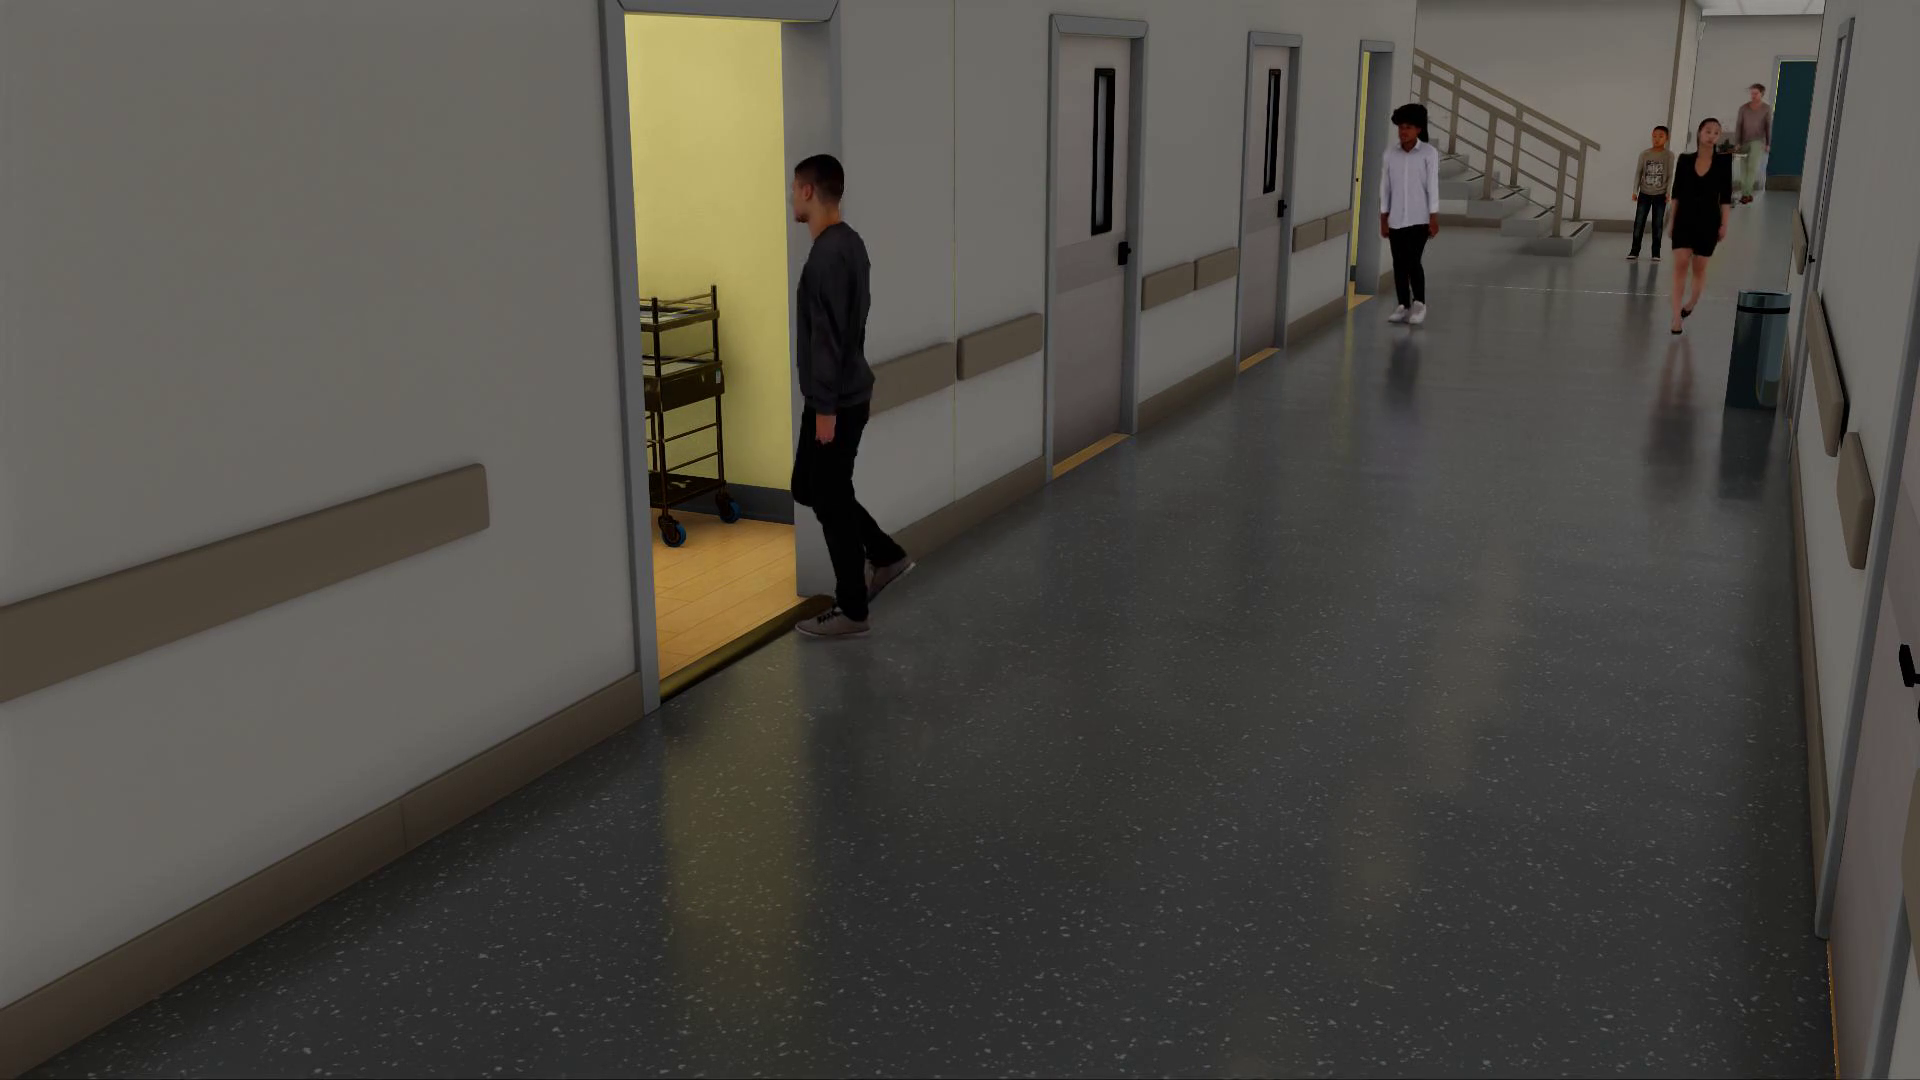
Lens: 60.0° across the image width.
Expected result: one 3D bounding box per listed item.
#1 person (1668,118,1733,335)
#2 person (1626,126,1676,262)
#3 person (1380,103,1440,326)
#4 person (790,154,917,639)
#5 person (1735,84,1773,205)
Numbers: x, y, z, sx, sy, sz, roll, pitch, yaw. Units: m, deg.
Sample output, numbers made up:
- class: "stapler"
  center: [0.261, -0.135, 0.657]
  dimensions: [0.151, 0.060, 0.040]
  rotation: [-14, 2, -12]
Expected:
- class: "person"
  center: [5.869, -2.475, 13.240]
  dimensions: [0.959, 1.662, 0.648]
  rotation: [8, 17, 25]
- class: "person"
  center: [7.736, -3.869, 18.552]
  dimensions: [0.430, 1.463, 0.615]
  rotation: [8, 18, 26]
- class: "person"
  center: [3.706, -2.649, 13.627]
  dimensions: [0.667, 1.788, 0.766]
  rotation: [11, 19, 35]
- class: "person"
  center: [-0.384, -0.517, 6.130]
  dimensions: [0.844, 1.751, 0.809]
  rotation: [0, 16, -1]
- class: "person"
  center: [12.357, -6.136, 25.946]
  dimensions: [1.282, 1.815, 0.879]
  rotation: [9, 18, 30]
